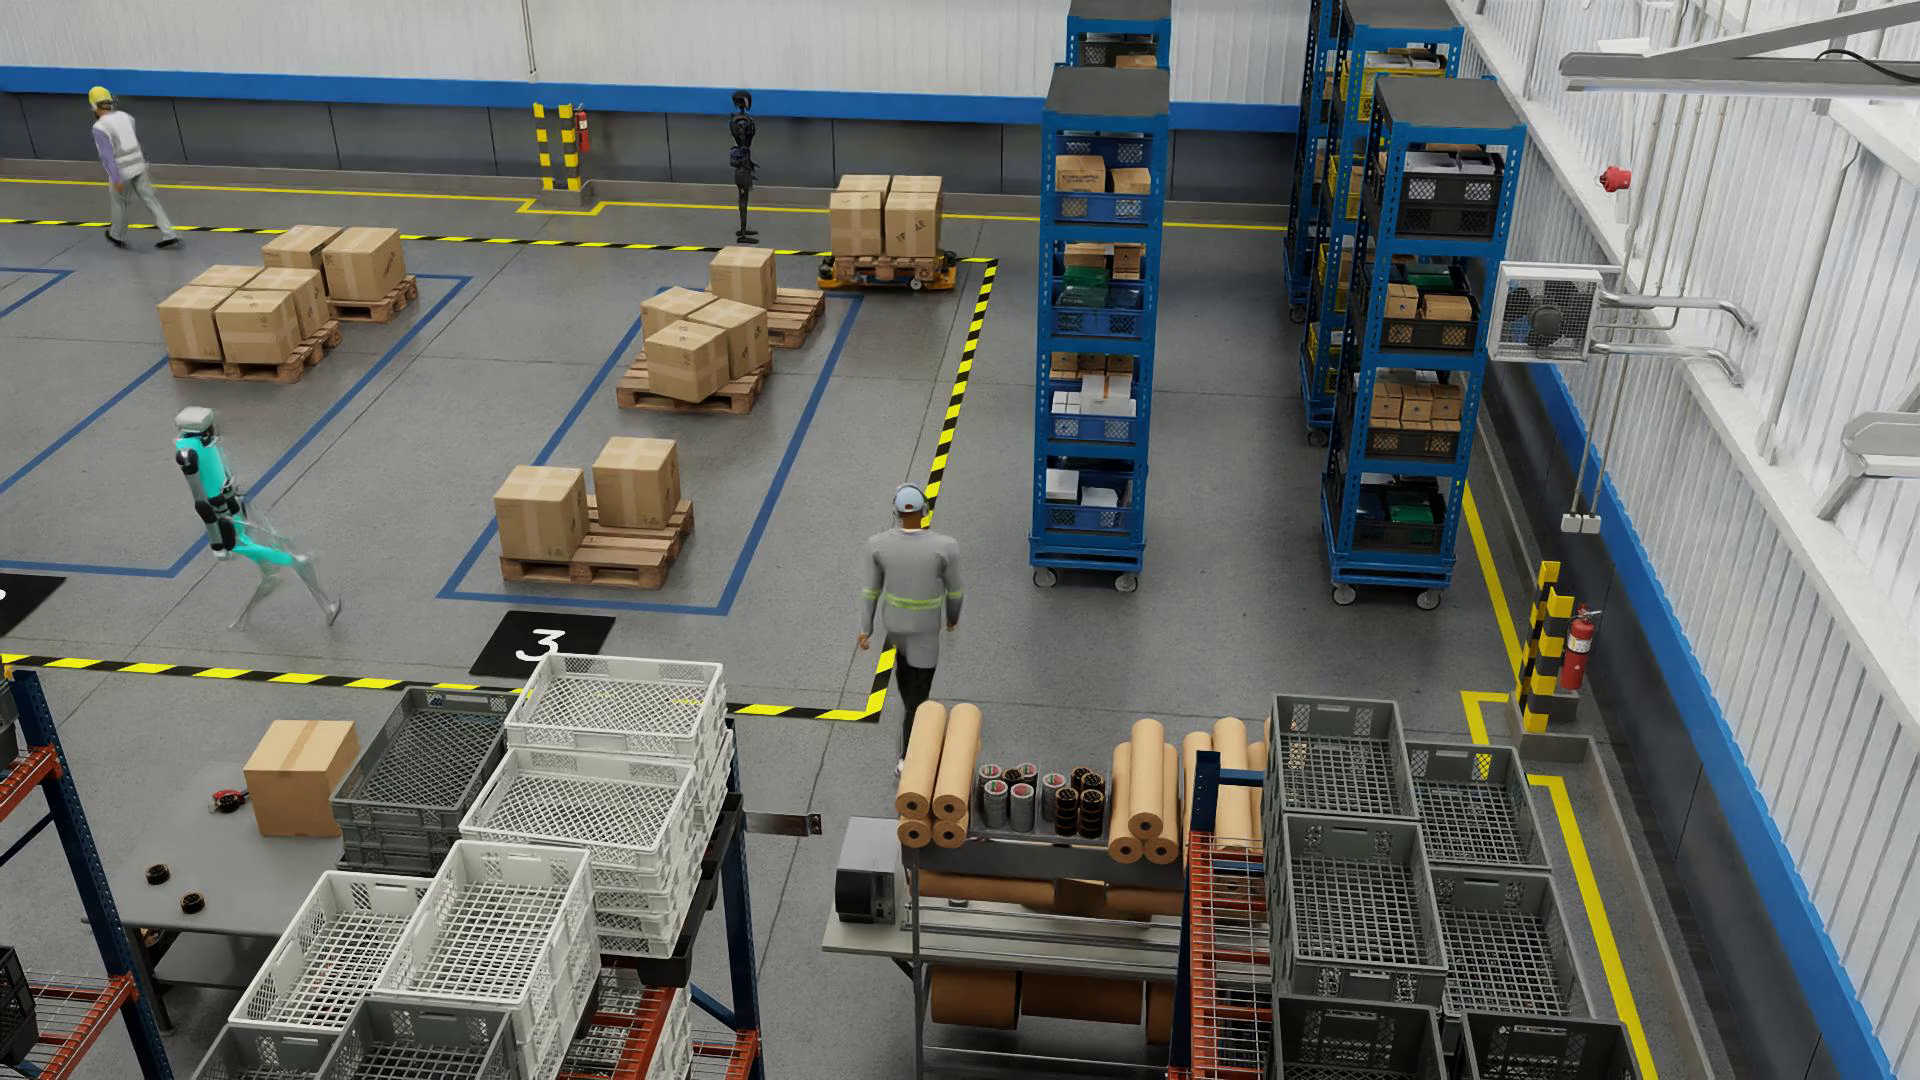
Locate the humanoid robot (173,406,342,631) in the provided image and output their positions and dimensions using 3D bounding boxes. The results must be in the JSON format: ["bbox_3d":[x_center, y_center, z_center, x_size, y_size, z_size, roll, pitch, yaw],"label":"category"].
[{"bbox_3d":[-4.765,-0.110,11.458,1.015,1.782,0.530,-4,30,-7],"label":"humanoid robot"}]

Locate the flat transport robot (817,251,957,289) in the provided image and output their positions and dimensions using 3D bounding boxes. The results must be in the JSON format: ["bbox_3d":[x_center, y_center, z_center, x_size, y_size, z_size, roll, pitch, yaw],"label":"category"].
[{"bbox_3d":[-0.760,-2.874,17.582,1.431,0.197,0.652,1,30,2],"label":"flat transport robot"}]

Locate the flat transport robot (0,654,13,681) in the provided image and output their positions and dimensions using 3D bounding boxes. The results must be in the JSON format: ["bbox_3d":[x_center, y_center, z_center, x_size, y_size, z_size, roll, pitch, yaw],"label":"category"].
[{"bbox_3d":[-7.142,0.969,11.010,1.431,0.231,0.659,3,30,6],"label":"flat transport robot"}]

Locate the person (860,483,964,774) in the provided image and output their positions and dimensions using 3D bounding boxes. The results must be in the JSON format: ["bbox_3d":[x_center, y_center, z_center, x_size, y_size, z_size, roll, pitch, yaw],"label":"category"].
[{"bbox_3d":[-0.323,0.539,10.243,0.608,1.793,0.889,9,31,14],"label":"person"}]

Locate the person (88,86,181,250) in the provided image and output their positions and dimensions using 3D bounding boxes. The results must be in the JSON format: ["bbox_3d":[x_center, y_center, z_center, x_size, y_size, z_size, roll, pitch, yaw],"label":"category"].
[{"bbox_3d":[-9.077,-4.015,18.065,0.948,1.771,0.622,10,32,16],"label":"person"}]

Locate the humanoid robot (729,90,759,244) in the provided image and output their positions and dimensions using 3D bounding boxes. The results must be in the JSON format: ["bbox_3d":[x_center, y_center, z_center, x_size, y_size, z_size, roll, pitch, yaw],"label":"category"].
[{"bbox_3d":[-2.377,-4.136,18.363,0.315,1.657,0.599,-2,30,-4],"label":"humanoid robot"}]
